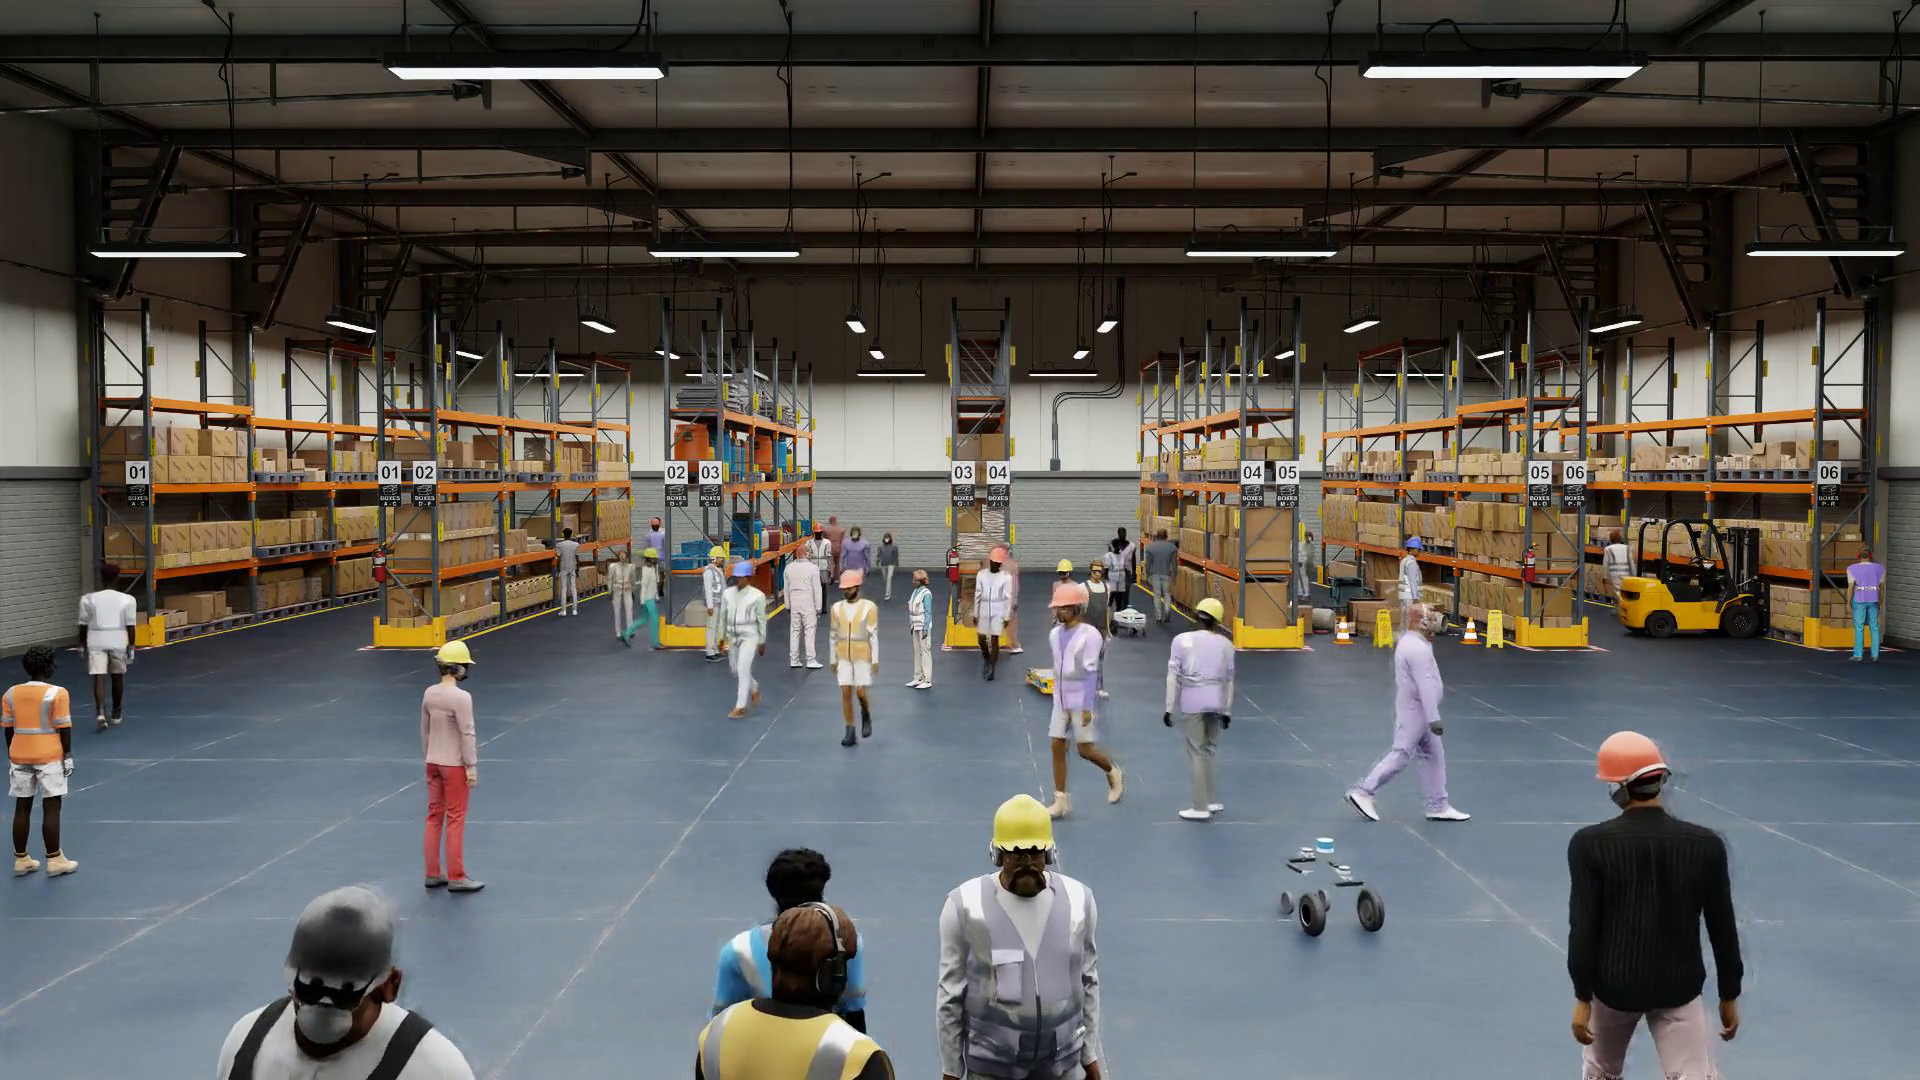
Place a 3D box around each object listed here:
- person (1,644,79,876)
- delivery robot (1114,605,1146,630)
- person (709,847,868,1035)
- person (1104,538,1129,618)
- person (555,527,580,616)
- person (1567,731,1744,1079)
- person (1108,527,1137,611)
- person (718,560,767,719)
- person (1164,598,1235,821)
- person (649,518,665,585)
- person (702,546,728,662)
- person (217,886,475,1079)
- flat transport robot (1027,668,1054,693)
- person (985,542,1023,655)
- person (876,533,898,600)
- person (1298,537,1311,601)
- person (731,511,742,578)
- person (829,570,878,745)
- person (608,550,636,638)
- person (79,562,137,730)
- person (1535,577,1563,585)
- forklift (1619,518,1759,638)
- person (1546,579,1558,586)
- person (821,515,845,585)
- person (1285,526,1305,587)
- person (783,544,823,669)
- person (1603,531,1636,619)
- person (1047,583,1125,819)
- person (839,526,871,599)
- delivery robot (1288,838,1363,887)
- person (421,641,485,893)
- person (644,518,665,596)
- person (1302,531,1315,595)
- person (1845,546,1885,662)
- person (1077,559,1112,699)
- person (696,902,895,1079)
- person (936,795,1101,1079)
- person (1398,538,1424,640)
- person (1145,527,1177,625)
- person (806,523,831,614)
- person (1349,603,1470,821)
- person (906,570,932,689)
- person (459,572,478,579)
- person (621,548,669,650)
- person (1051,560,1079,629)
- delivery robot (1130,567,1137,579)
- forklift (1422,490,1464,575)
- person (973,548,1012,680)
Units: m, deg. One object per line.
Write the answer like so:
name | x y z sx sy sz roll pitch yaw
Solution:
person | -6.793 1.618 11.922 0.539 1.695 0.319 0 2 9
delivery robot | 3.129 1.446 29.770 0.477 0.478 0.707 -1 2 -23
person | -0.569 1.885 5.595 0.592 1.667 0.702 -1 2 -21
person | 3.176 0.793 32.713 0.543 1.682 0.381 -1 2 -21
person | -8.253 0.658 33.958 0.532 1.871 0.321 -1 3 -28
person | 2.683 1.733 6.175 0.677 1.949 0.752 0 2 10
person | 3.407 0.653 34.009 0.629 1.889 0.773 0 2 9
person | -2.614 1.194 19.821 0.619 1.922 0.799 1 3 28
person | 2.095 1.450 13.919 0.639 1.878 0.484 -1 2 -23
person | -8.205 0.298 43.903 0.551 1.811 0.980 -1 2 -16
person | -3.875 1.008 25.629 0.404 1.827 0.600 0 2 8
person | -1.481 1.793 3.792 0.715 2.000 0.601 1 2 18
flat transport robot | 1.359 1.932 22.225 0.652 0.197 1.431 0 2 -7
person | 0.695 0.960 26.464 0.651 1.865 0.970 1 3 32
person | -1.715 0.614 38.399 0.509 1.601 0.817 0 2 11
person | 8.052 0.502 38.049 0.422 1.859 0.641 0 2 0
person | -6.348 0.129 46.365 1.024 1.943 0.618 1 3 30
person | -1.163 1.277 17.710 0.569 1.919 0.464 1 2 16
person | -6.082 0.986 29.093 0.520 1.597 0.854 -1 2 -18
person | -9.972 1.227 18.904 0.603 1.934 0.946 -1 3 -30
person | 11.635 0.675 31.983 0.623 1.989 0.400 0 2 3
forklift | 13.417 0.684 29.791 2.313 2.155 1.214 0 2 0
person | 13.304 0.627 36.428 0.320 1.737 0.483 -1 2 -24
person | -3.443 0.268 43.884 0.661 1.879 0.770 -1 2 -17
person | 8.792 0.234 42.597 0.605 2.034 0.392 1 2 16
person | -2.371 1.010 24.663 0.649 1.904 0.401 1 3 28
person | 13.394 0.726 32.783 0.620 1.834 0.981 0 2 -5
person | 1.044 1.377 13.993 0.791 2.023 0.612 -2 3 -42
person | -2.207 0.649 34.061 0.639 1.895 1.012 0 2 10
delivery robot | 2.400 2.080 10.605 0.335 0.223 0.698 -1 2 -14
person | -3.616 1.602 11.497 0.528 1.765 0.327 2 3 37
person | -7.310 0.433 38.848 0.581 1.926 0.390 0 2 -12
person | 8.372 0.582 38.998 0.552 1.614 0.377 -2 3 -39
person | 14.275 1.010 25.459 0.563 1.839 0.392 0 2 6
person | 1.776 1.175 21.282 0.506 1.842 0.342 -1 3 -29
person | -0.383 1.858 4.186 0.621 1.838 0.429 2 3 35
person | 0.218 1.799 5.675 0.600 1.829 0.404 -1 2 -14
person | 7.314 0.931 26.191 0.402 1.940 0.602 0 2 1
person | 3.995 0.709 32.144 0.632 1.919 0.672 0 2 3
person | -3.025 0.602 34.511 0.552 1.937 0.356 0 2 -3
person | 3.823 1.464 13.776 0.957 1.867 0.644 1 2 14
person | -0.543 1.234 22.345 0.307 1.637 0.512 -1 3 -26
person | -10.807 0.598 35.231 0.597 1.899 0.871 0 2 -2
person | -5.351 0.987 27.336 0.776 1.735 0.524 0 2 -3
person | 1.528 1.155 23.092 0.439 1.746 0.535 -2 3 -44
delivery robot | 4.564 0.861 44.423 0.707 0.478 0.477 -1 3 -11
forklift | 13.926 -0.371 47.846 1.873 2.768 1.129 0 2 0
person | 0.461 1.061 23.233 0.588 1.914 0.433 1 2 17
